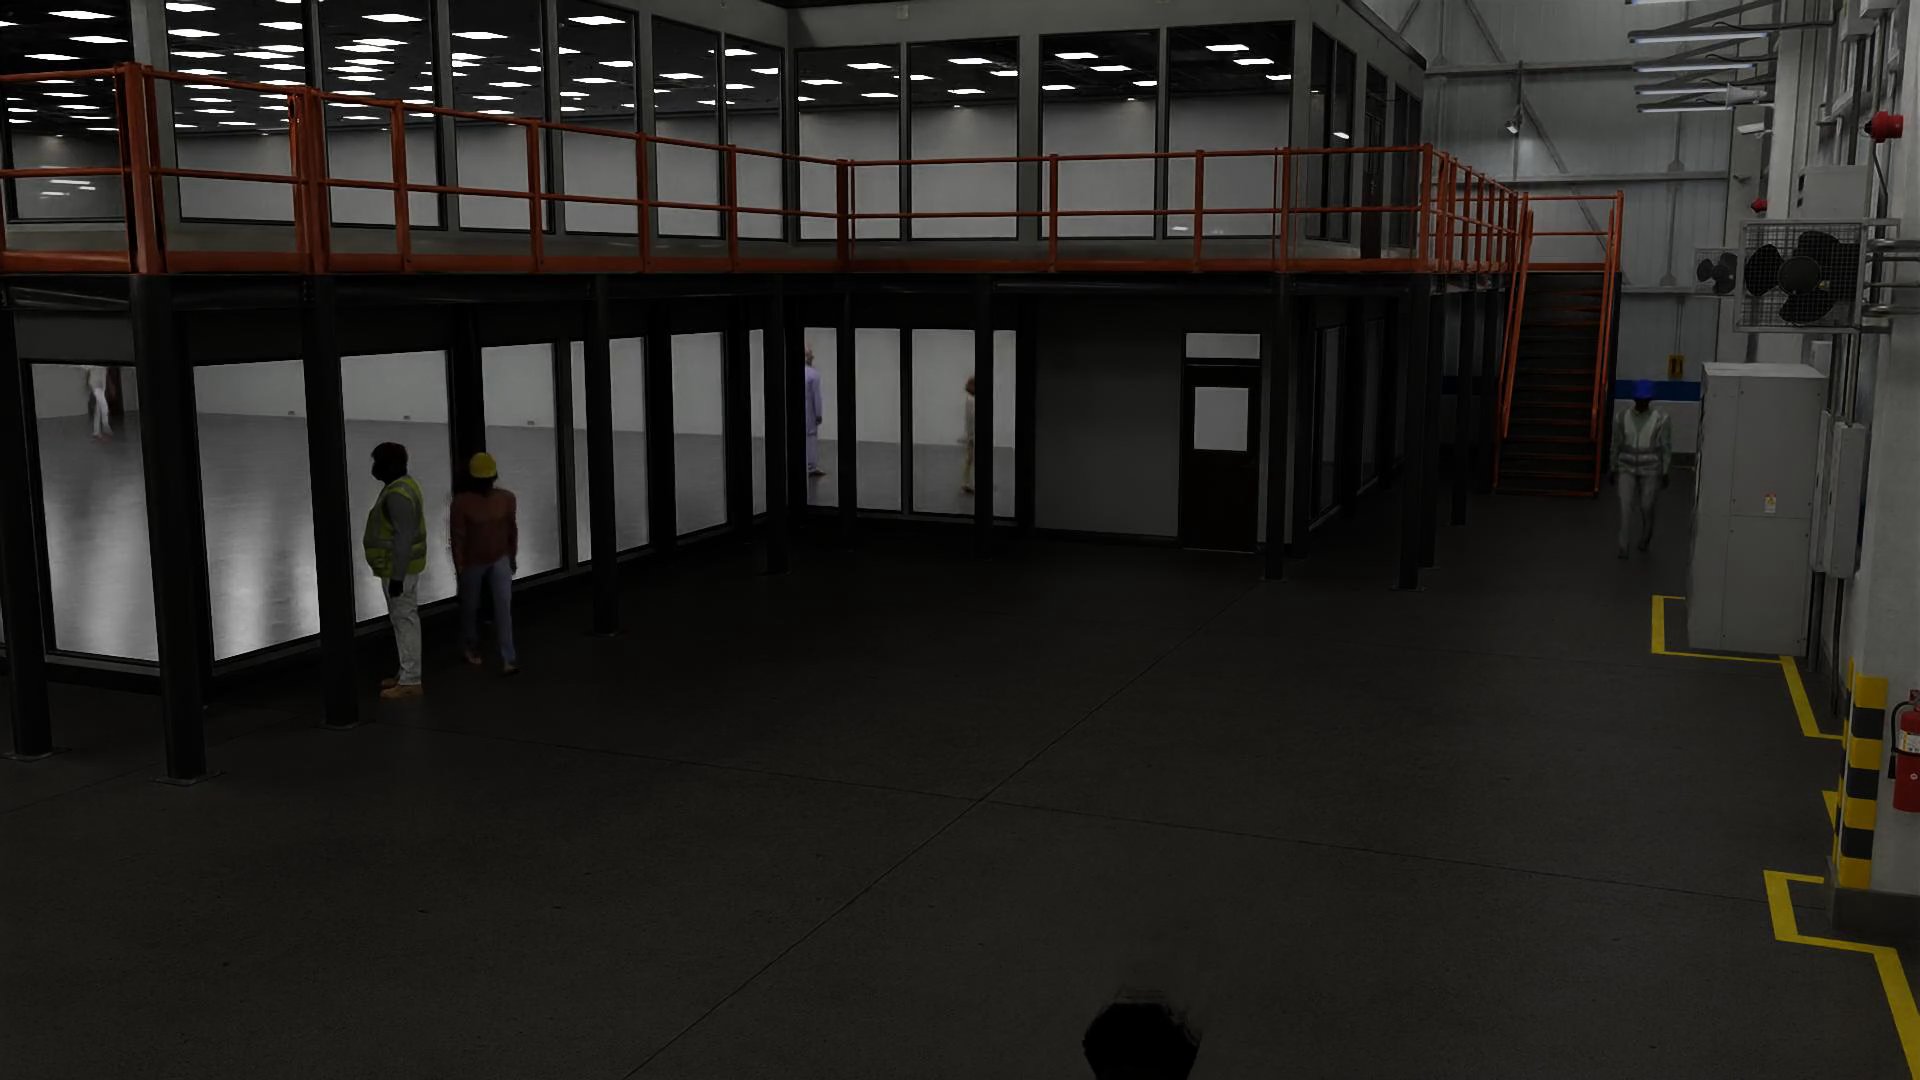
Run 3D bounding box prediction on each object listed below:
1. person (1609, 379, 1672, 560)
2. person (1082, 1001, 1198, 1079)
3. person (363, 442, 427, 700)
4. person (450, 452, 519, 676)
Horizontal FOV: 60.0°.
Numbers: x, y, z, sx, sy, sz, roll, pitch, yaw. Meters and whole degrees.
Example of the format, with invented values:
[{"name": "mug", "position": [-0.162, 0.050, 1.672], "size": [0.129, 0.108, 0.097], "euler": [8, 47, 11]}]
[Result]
[{"name": "person", "position": [7.266, -0.768, 17.769], "size": [0.617, 1.931, 0.737], "euler": [5, 10, 28]}, {"name": "person", "position": [0.372, 1.690, 3.358], "size": [0.536, 1.672, 0.697], "euler": [1, 9, 4]}, {"name": "person", "position": [-4.046, 0.215, 11.939], "size": [0.429, 1.841, 0.636], "euler": [-3, 10, -16]}, {"name": "person", "position": [-3.607, 0.172, 12.630], "size": [0.548, 1.708, 0.972], "euler": [-6, 11, -32]}]
